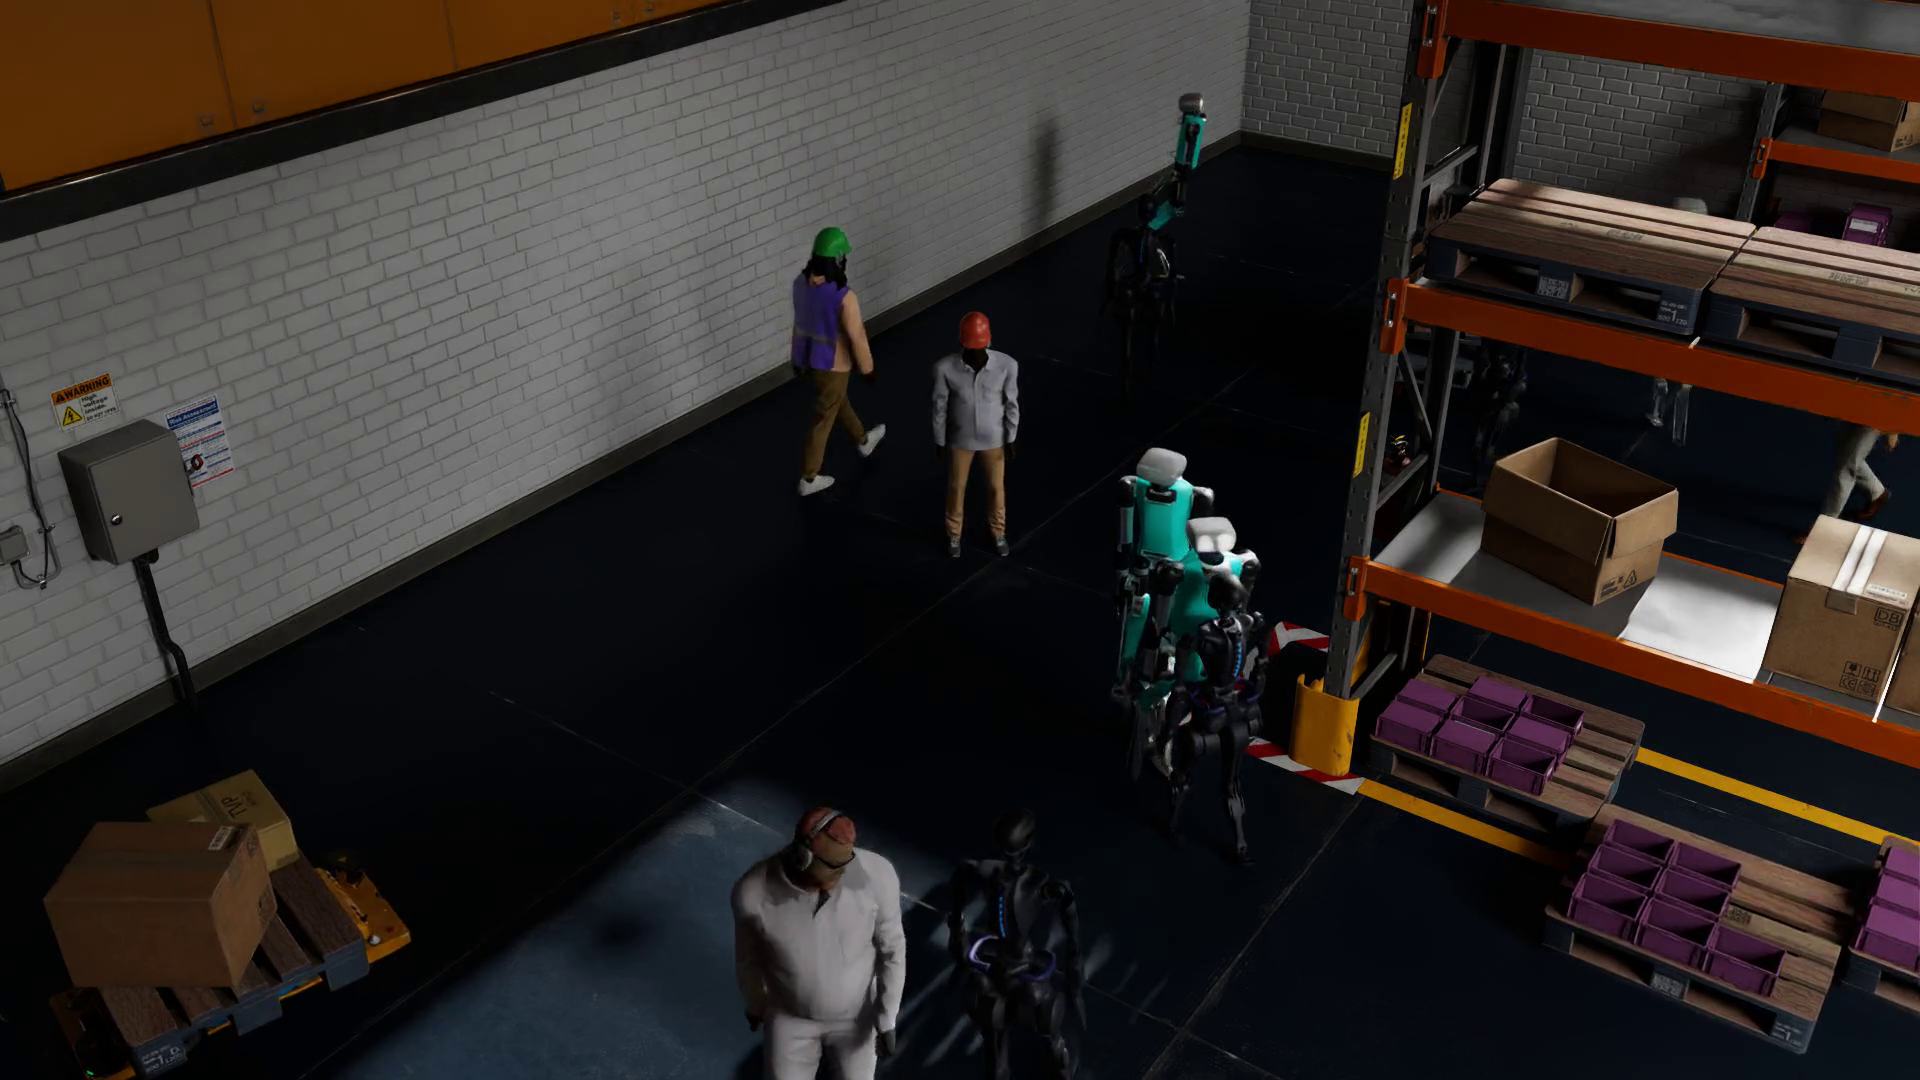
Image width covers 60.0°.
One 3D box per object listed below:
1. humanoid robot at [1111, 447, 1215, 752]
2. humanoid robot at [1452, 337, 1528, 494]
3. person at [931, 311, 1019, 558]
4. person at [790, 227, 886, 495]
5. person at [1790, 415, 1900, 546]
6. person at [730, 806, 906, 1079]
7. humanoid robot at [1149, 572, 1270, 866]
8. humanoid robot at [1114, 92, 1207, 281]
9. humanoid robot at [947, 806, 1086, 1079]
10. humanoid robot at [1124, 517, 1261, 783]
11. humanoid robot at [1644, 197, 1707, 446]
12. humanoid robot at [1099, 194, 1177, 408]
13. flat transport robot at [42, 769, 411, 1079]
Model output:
[{"bbox_3d":[0.995,0.424,8.831,0.547,1.797,0.692,12,32,19],"label":"humanoid robot"},{"bbox_3d":[3.738,-1.038,11.427,0.467,1.638,0.600,-5,30,-8],"label":"humanoid robot"},{"bbox_3d":[0.100,-0.665,10.722,0.562,1.741,0.372,-2,30,-4],"label":"person"},{"bbox_3d":[-0.830,-1.291,11.657,0.578,1.875,0.992,26,39,38],"label":"person"},{"bbox_3d":[6.013,-0.844,10.948,0.820,1.839,0.580,-8,31,-14],"label":"person"},{"bbox_3d":[-0.525,1.764,6.393,0.652,1.857,0.744,-5,30,-9],"label":"person"},{"bbox_3d":[1.261,0.854,8.165,0.583,1.637,0.611,-14,33,-23],"label":"humanoid robot"},{"bbox_3d":[1.739,-3.141,15.075,0.874,1.835,0.558,4,30,6],"label":"humanoid robot"},{"bbox_3d":[0.239,1.731,6.655,0.600,1.638,0.683,11,32,18],"label":"humanoid robot"},{"bbox_3d":[1.118,0.598,8.614,0.550,1.848,0.794,-8,31,-13],"label":"humanoid robot"},{"bbox_3d":[5.301,-1.542,12.363,0.531,1.897,0.737,2,30,4],"label":"humanoid robot"},{"bbox_3d":[1.388,-1.901,12.959,0.602,1.632,0.740,6,31,10],"label":"humanoid robot"},{"bbox_3d":[-3.353,1.945,7.665,1.431,0.231,0.659,-23,37,-34],"label":"flat transport robot"}]
